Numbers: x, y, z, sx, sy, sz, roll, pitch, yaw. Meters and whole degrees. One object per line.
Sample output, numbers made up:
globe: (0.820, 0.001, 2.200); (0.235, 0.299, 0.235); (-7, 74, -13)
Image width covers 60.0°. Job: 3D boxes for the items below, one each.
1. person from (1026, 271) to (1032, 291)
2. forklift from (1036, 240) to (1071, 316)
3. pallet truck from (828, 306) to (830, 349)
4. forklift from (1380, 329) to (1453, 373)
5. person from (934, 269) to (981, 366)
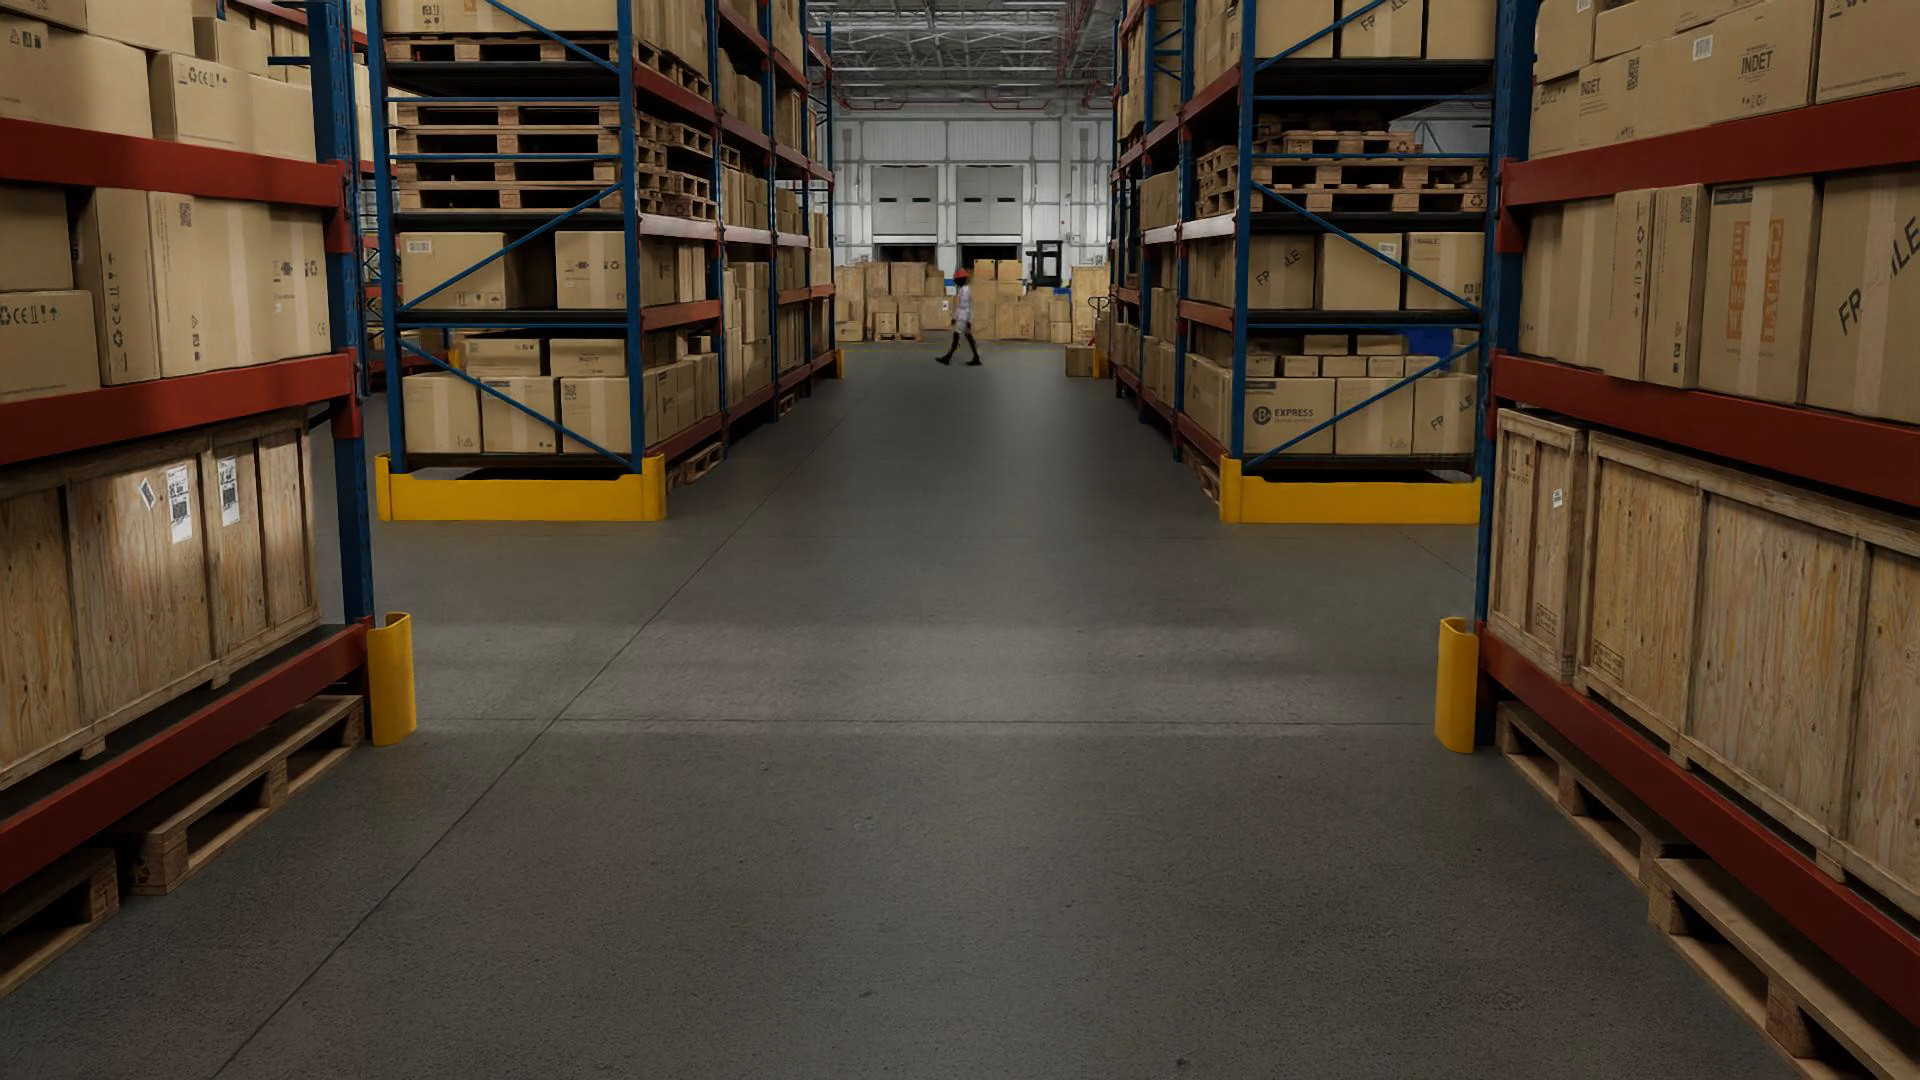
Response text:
person: (2.844, -9.594, 64.594); (0.592, 1.689, 0.318); (-1, 9, -3)
forklift: (3.266, -9.539, 60.701); (1.129, 2.768, 1.873); (-3, 10, -19)
pallet truck: (-3.100, -3.940, 29.800); (1.885, 1.965, 0.823); (3, 10, 19)
forklift: (6.652, -3.671, 25.549); (1.129, 2.768, 1.873); (-3, 10, -19)
person: (-0.035, -4.346, 32.570); (0.978, 1.884, 0.554); (0, 9, 0)
